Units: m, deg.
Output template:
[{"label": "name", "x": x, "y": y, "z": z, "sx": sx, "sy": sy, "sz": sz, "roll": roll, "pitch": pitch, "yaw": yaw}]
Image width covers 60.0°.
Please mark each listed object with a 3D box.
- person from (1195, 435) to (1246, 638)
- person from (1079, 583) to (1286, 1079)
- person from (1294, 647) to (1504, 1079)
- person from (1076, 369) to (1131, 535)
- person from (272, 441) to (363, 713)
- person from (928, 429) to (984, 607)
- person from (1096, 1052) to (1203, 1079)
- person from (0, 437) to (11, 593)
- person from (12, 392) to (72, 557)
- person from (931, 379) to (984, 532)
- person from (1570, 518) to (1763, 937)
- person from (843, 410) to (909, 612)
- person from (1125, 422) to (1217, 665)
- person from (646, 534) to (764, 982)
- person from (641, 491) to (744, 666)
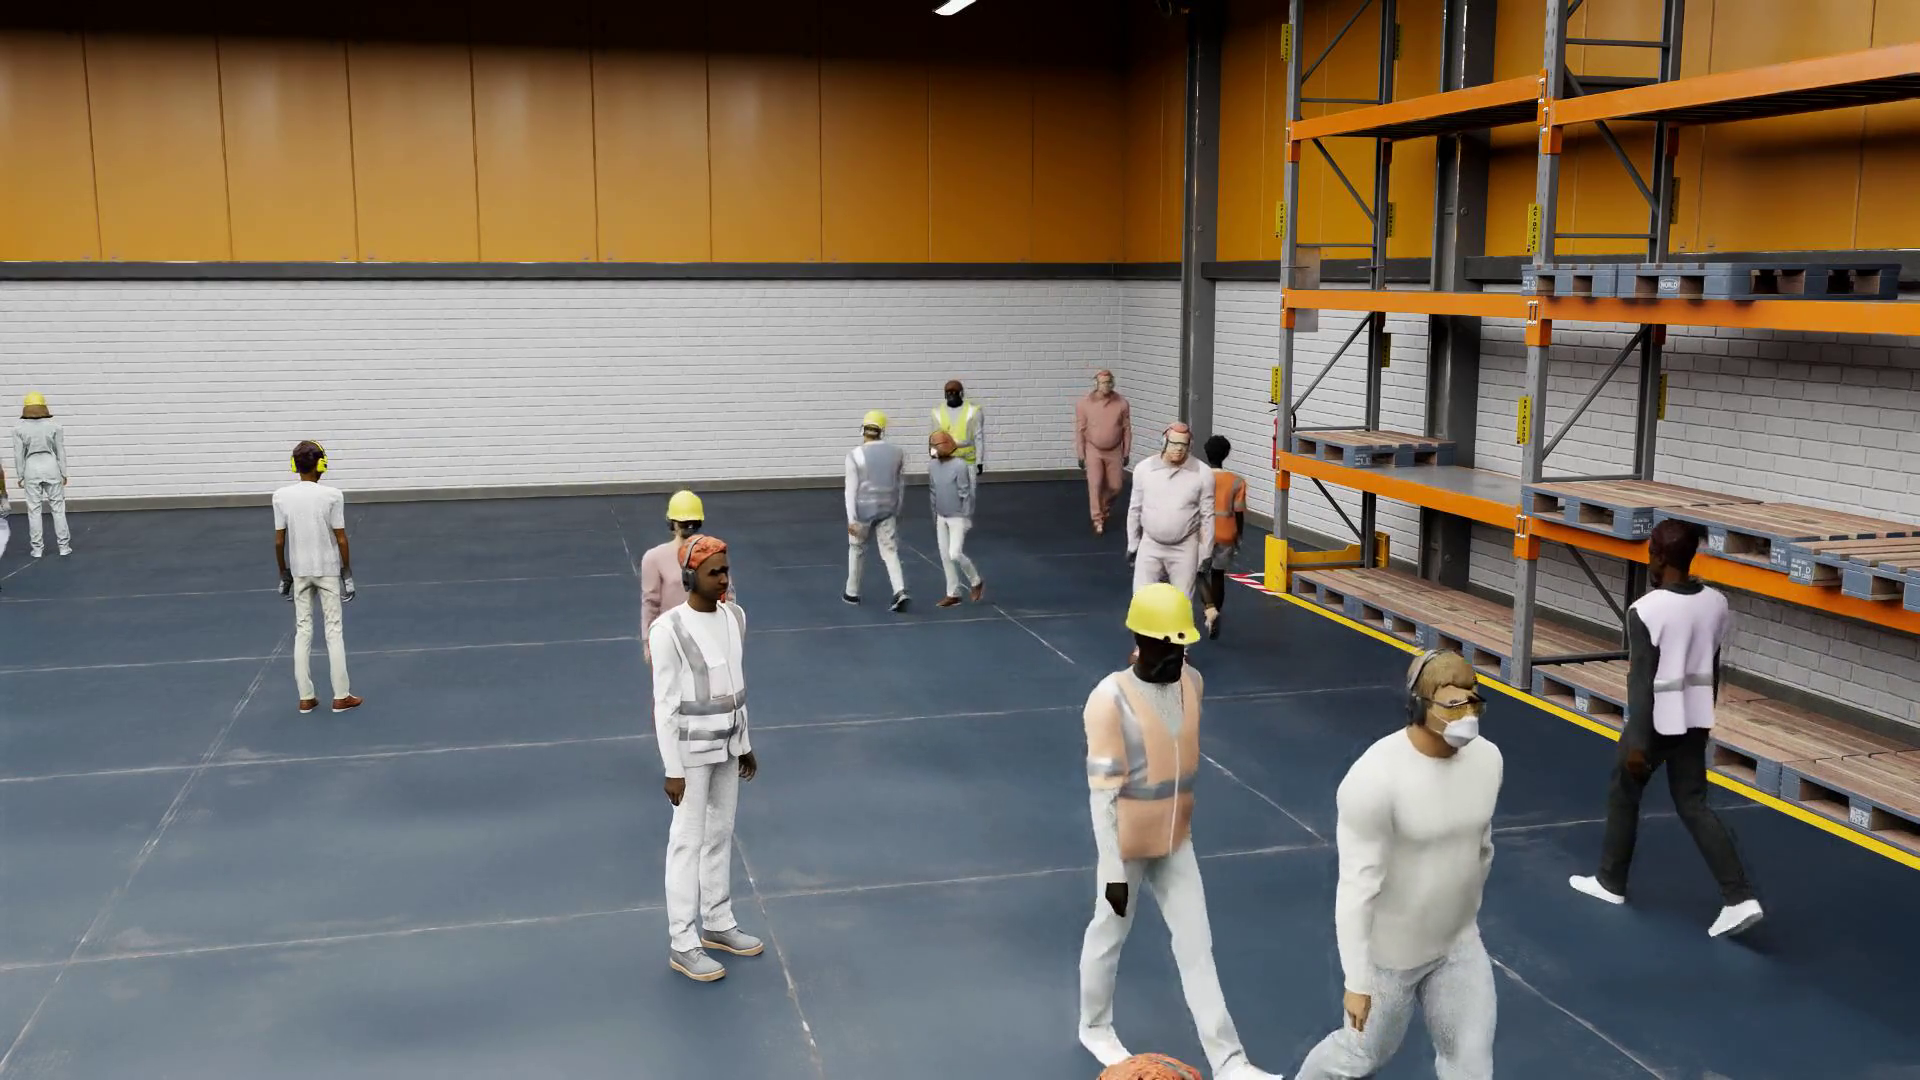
[{"label": "person", "x": 2.087, "y": -0.026, "z": 13.630, "sx": 0.538, "sy": 1.673, "sz": 0.691, "roll": -2, "pitch": 9, "yaw": -10}, {"label": "person", "x": 0.739, "y": 1.093, "z": 5.982, "sx": 0.619, "sy": 1.877, "sz": 0.954, "roll": -7, "pitch": 11, "yaw": -37}, {"label": "person", "x": 1.344, "y": 1.227, "z": 5.141, "sx": 0.642, "sy": 1.903, "sz": 0.982, "roll": -5, "pitch": 10, "yaw": -29}, {"label": "person", "x": 1.647, "y": -1.023, "z": 19.165, "sx": 0.641, "sy": 1.897, "sz": 0.570, "roll": -1, "pitch": 9, "yaw": -5}, {"label": "person", "x": -4.375, "y": 0.251, "z": 11.309, "sx": 0.512, "sy": 1.865, "sz": 0.329, "roll": 0, "pitch": 9, "yaw": -1}, {"label": "person", "x": -0.056, "y": -0.192, "z": 14.857, "sx": 0.453, "sy": 1.607, "sz": 0.525, "roll": -8, "pitch": 12, "yaw": -41}, {"label": "person", "x": 0.191, "y": 1.687, "z": 2.374, "sx": 0.627, "sy": 1.855, "sz": 0.693, "roll": -1, "pitch": 9, "yaw": -3}, {"label": "person", "x": -9.033, "y": -0.392, "z": 15.353, "sx": 0.562, "sy": 1.854, "sz": 0.418, "roll": -1, "pitch": 9, "yaw": -6}, {"label": "person", "x": -9.703, "y": -0.689, "z": 17.577, "sx": 0.483, "sy": 1.735, "sz": 0.311, "roll": -5, "pitch": 10, "yaw": -28}, {"label": "person", "x": -0.022, "y": -0.898, "z": 18.612, "sx": 0.618, "sy": 1.825, "sz": 0.760, "roll": 1, "pitch": 9, "yaw": 8}, {"label": "person", "x": 3.275, "y": 0.840, "z": 7.586, "sx": 0.604, "sy": 1.885, "sz": 0.941, "roll": -4, "pitch": 10, "yaw": -26}, {"label": "person", "x": -0.733, "y": -0.259, "z": 14.768, "sx": 0.596, "sy": 1.789, "sz": 0.857, "roll": -4, "pitch": 10, "yaw": -26}, {"label": "person", "x": 1.580, "y": 0.051, "z": 12.476, "sx": 0.669, "sy": 1.891, "sz": 0.433, "roll": 2, "pitch": 9, "yaw": 13}, {"label": "person", "x": -1.080, "y": 0.913, "z": 7.117, "sx": 0.355, "sy": 1.883, "sz": 0.575, "roll": 5, "pitch": 10, "yaw": 27}, {"label": "person", "x": -1.526, "y": 0.585, "z": 9.620, "sx": 0.545, "sy": 1.731, "sz": 0.839, "roll": -5, "pitch": 11, "yaw": -31}]
